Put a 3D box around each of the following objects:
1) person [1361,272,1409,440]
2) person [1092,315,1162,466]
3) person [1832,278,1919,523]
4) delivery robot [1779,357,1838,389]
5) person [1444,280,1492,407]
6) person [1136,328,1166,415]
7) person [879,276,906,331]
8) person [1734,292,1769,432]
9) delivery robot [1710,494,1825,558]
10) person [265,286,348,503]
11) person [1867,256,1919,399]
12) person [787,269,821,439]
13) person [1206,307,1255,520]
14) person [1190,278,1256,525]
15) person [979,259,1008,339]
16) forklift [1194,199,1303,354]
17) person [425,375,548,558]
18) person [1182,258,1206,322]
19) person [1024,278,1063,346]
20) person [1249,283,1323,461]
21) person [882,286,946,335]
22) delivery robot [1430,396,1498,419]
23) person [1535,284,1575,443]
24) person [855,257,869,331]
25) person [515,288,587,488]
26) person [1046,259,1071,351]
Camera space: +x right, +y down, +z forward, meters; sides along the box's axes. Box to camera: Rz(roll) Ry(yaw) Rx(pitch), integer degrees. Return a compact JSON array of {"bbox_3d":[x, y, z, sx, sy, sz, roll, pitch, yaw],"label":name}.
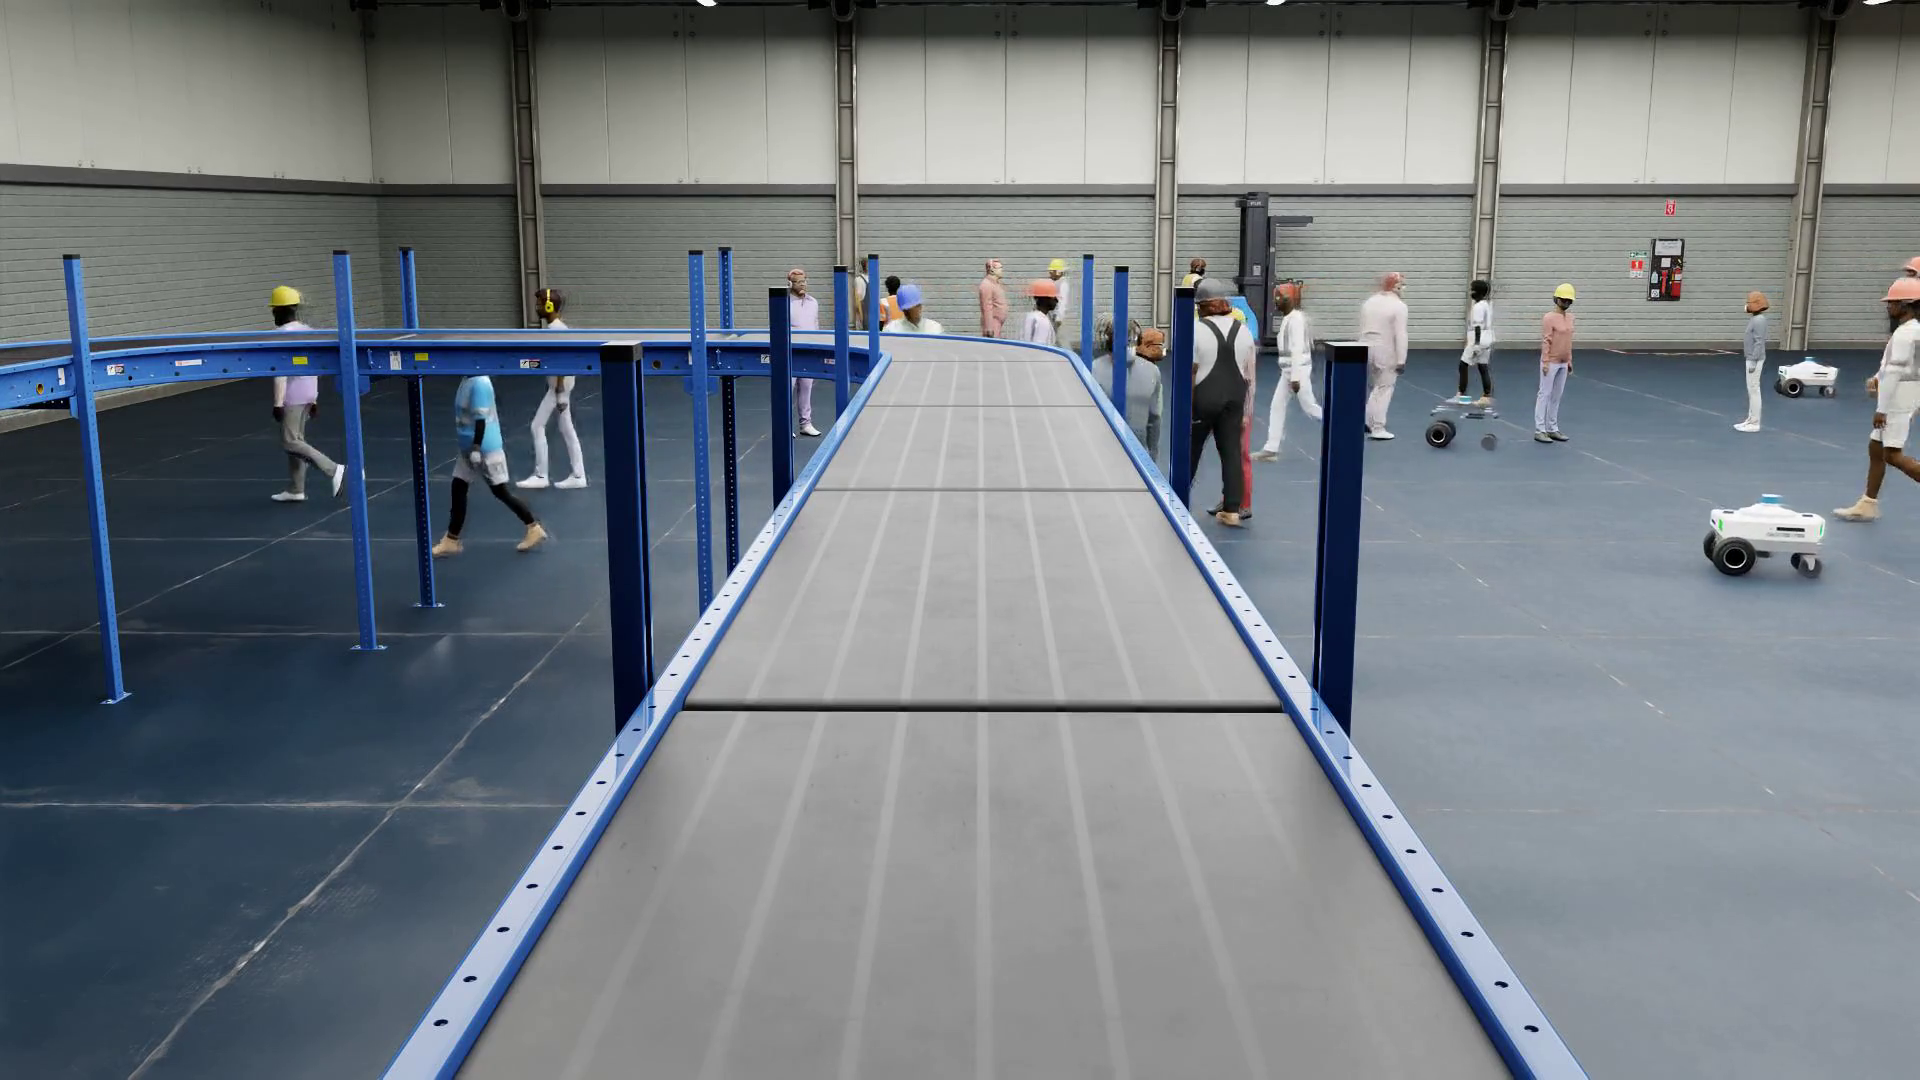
[{"bbox_3d":[4.811,-2.082,18.825,0.444,1.885,0.663,-5,12,-26],"label":"person"},{"bbox_3d":[1.037,-0.464,10.469,0.642,1.901,0.694,-5,12,-26],"label":"person"},{"bbox_3d":[7.693,-1.110,13.504,0.844,2.020,0.613,7,13,33],"label":"person"},{"bbox_3d":[11.936,-2.333,23.412,0.707,0.478,0.477,2,11,11],"label":"delivery robot"},{"bbox_3d":[6.752,-2.598,22.020,0.693,1.670,0.548,6,13,28],"label":"person"},{"bbox_3d":[1.485,-0.857,13.180,0.266,1.631,0.507,0,11,0],"label":"person"},{"bbox_3d":[-0.906,-2.795,22.985,0.530,1.692,0.321,-6,12,-27],"label":"person"},{"bbox_3d":[9.316,-2.096,19.549,0.267,1.631,0.507,4,12,21],"label":"person"},{"bbox_3d":[5.746,-0.082,11.845,0.707,0.478,0.477,3,11,15],"label":"delivery robot"},{"bbox_3d":[-5.762,-1.263,14.556,0.677,1.911,0.602,1,11,4],"label":"person"},{"bbox_3d":[12.608,-2.790,22.226,0.673,1.980,0.632,-1,11,-8],"label":"person"},{"bbox_3d":[-1.845,-2.129,19.013,0.639,1.908,0.409,-10,15,-41],"label":"person"},{"bbox_3d":[2.261,-1.054,13.857,0.330,1.765,0.533,-3,11,-15],"label":"person"},{"bbox_3d":[2.045,-1.156,13.779,0.716,2.000,0.981,-4,12,-21],"label":"person"},{"bbox_3d":[0.483,-3.040,23.683,0.408,1.913,0.644,2,11,9],"label":"person"},{"bbox_3d":[5.313,-4.851,30.603,1.873,2.768,1.129,0,11,1],"label":"forklift"},{"bbox_3d":[-3.528,-0.706,12.342,0.876,1.656,0.542,-6,13,-30],"label":"person"},{"bbox_3d":[3.797,-3.597,26.728,0.429,1.842,0.621,-3,11,-16],"label":"person"},{"bbox_3d":[0.763,-1.693,16.823,0.980,1.898,0.547,-3,11,-13],"label":"person"},{"bbox_3d":[3.545,-1.724,17.132,0.983,1.843,0.622,0,11,0],"label":"person"},{"bbox_3d":[-0.401,-1.306,14.808,0.616,1.907,0.462,-3,12,-17],"label":"person"},{"bbox_3d":[5.551,-1.469,18.301,0.698,0.223,0.335,5,12,22],"label":"delivery robot"},{"bbox_3d":[6.693,-1.980,18.622,0.524,1.764,0.329,-8,13,-35],"label":"person"},{"bbox_3d":[-1.578,-3.861,28.111,0.456,1.827,0.532,6,13,30],"label":"person"},{"bbox_3d":[-3.831,-1.385,15.330,0.764,1.844,0.567,-1,11,-5],"label":"person"},{"bbox_3d":[1.484,-3.658,27.109,0.771,1.805,0.626,-3,11,-13],"label":"person"}]
